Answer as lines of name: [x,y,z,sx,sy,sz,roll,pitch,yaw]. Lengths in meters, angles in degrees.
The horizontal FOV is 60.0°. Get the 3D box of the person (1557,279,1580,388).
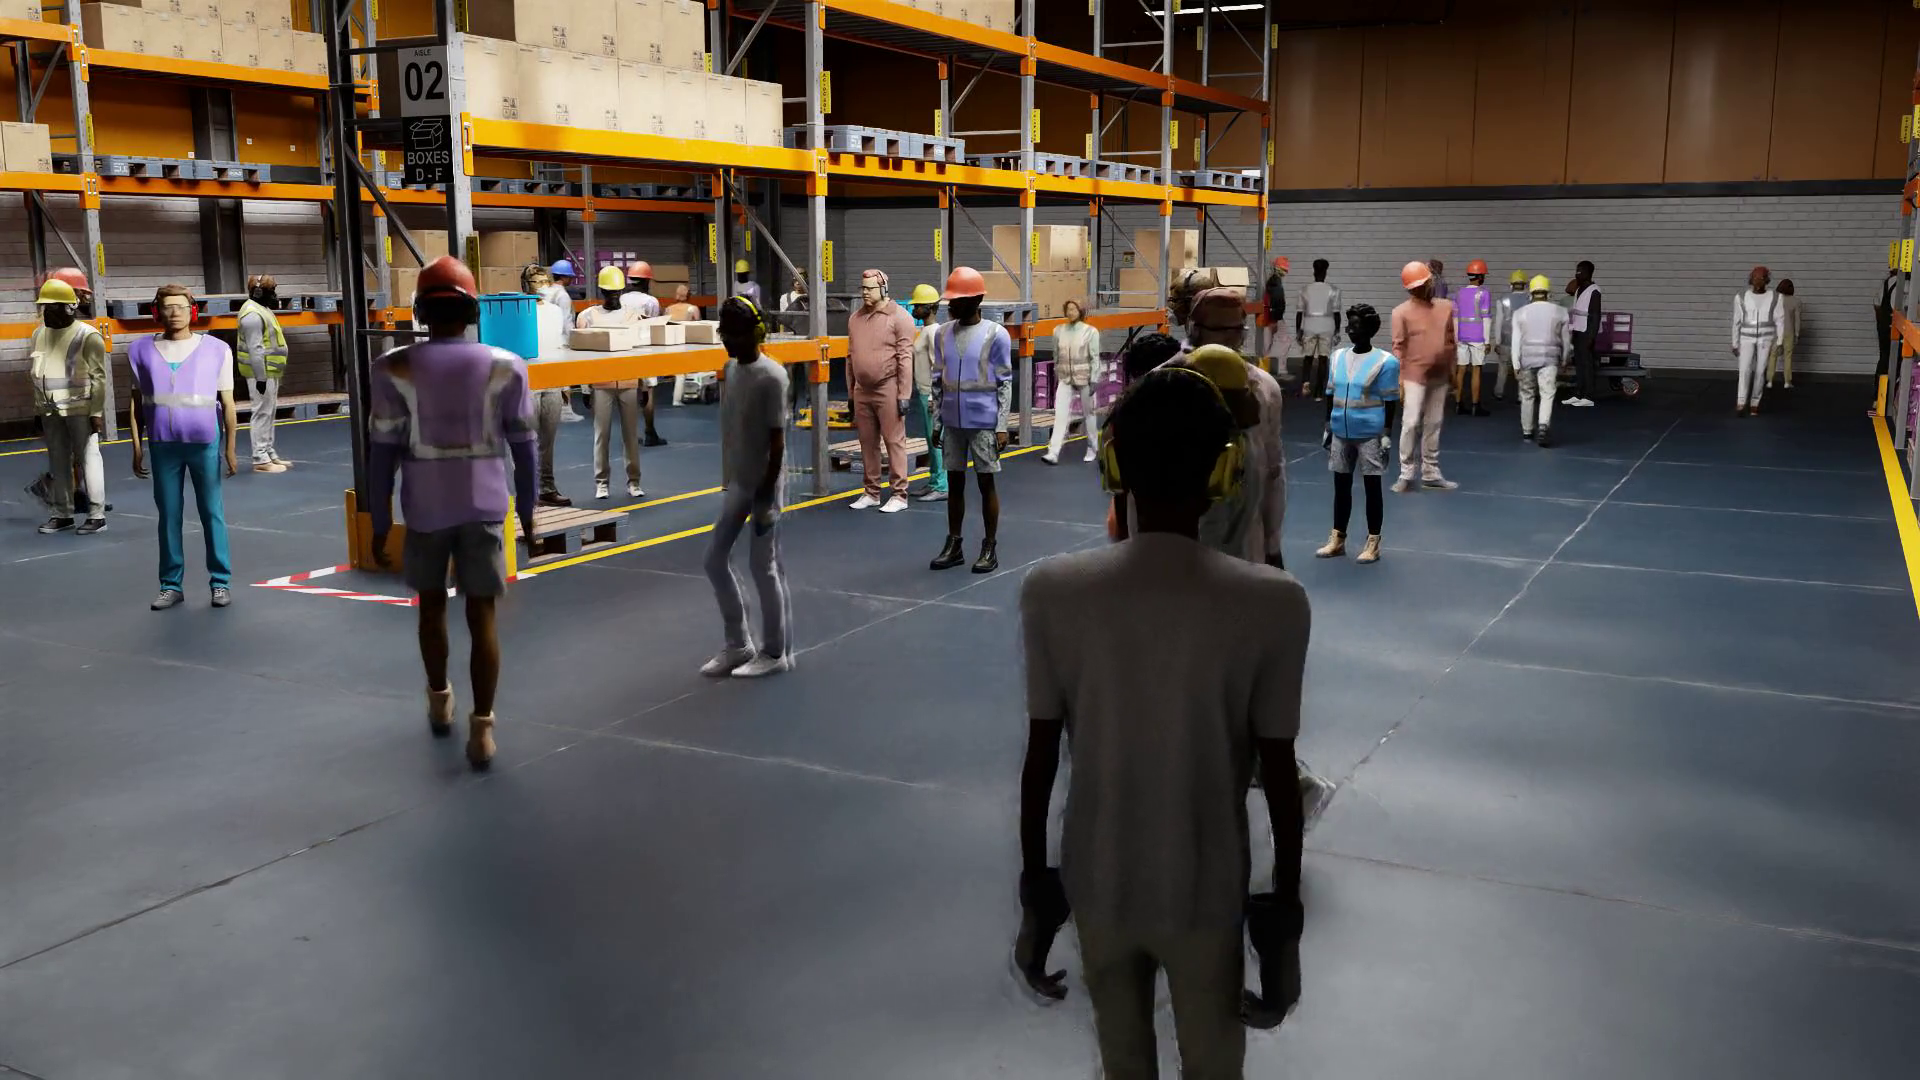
person: [9.210,-3.110,25.058,0.274,1.632,0.503,-4,10,-20]

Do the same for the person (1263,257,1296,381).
person: [5.059,-3.482,26.282,0.746,1.953,0.634,-1,10,-3]

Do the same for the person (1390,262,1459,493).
person: [3.954,-1.366,14.075,0.735,1.951,0.362,-4,11,-23]

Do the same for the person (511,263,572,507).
person: [-3.343,-1.208,13.165,0.372,1.940,0.627,6,11,31]

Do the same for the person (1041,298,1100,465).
person: [1.100,-1.506,15.894,0.535,1.585,0.870,5,11,29]

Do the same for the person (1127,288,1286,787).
person: [0.937,0.008,6.261,0.647,1.897,0.399,-3,10,-18]

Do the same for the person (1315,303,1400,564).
person: [2.609,-0.696,10.893,0.322,1.697,0.530,-9,13,-43]

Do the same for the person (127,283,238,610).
person: [-4.426,-0.532,9.502,0.570,1.849,0.383,-2,10,-12]

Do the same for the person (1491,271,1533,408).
person: [7.361,-2.666,22.055,0.607,1.780,0.899,1,10,6]

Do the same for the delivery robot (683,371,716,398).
delivery robot: [-3.536,-2.150,22.350,0.477,0.478,0.707,2,10,11]

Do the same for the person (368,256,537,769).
person: [-2.054,-0.139,6.780,0.635,2.000,0.959,-3,10,-17]

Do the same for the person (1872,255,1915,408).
person: [12.152,-2.691,21.452,0.536,2.000,0.688,-1,10,-7]

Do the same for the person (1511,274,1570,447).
person: [6.098,-1.889,17.514,0.579,1.805,0.846,4,11,23]

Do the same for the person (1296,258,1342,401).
person: [4.899,-2.866,22.726,0.613,1.950,0.480,3,10,18]

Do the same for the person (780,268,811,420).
person: [-1.922,-2.365,20.133,0.508,1.844,0.336,0,10,0]

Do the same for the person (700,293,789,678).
person: [-1.020,-0.228,7.799,0.562,1.836,0.582,-8,13,-39]

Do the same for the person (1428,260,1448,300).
person: [7.423,-3.437,26.150,0.407,1.913,0.641,2,10,9]

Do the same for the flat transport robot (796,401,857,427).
flat transport robot: [-1.421,-1.492,19.629,0.652,0.197,1.431,2,10,11]

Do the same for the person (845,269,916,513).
person: [-0.650,-1.159,13.018,0.636,1.900,0.402,7,12,34]

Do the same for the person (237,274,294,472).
person: [-6.432,-1.533,15.377,0.429,1.831,0.634,-2,10,-14]

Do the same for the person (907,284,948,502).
person: [-0.263,-1.193,13.576,0.331,1.768,0.527,-1,10,-9]

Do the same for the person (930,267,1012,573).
person: [0.053,-0.751,10.531,0.549,1.932,0.375,5,11,28]

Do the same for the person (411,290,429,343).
person: [-6.508,-2.484,20.714,0.574,1.882,0.358,-1,10,-4]

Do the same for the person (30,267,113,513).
person: [-6.880,-1.138,12.844,0.477,1.911,0.540,-6,11,-31]

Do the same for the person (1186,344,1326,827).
person: [0.913,0.208,5.577,0.585,1.726,0.488,4,10,20]

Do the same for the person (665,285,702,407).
person: [-3.655,-2.564,22.011,0.503,1.587,0.843,4,10,20]

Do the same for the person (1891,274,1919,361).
person: [12.547,-2.692,22.164,0.657,1.806,0.451,-2,10,-13]

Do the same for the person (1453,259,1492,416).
person: [6.378,-2.505,20.668,0.362,1.939,0.543,-7,12,-34]

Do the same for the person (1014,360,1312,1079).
person: [0.311,0.635,2.785,0.503,1.849,0.632,3,10,18]

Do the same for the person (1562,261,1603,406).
person: [8.295,-2.731,22.049,0.371,1.914,0.597,0,10,-2]

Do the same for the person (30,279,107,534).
person: [-6.437,-0.951,11.983,0.587,1.833,0.404,2,10,13]

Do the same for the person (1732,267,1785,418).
person: [9.804,-2.419,20.453,0.600,1.833,0.964,5,11,25]

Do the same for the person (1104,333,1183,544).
person: [0.797,-0.019,6.980,0.315,1.696,0.540,7,12,35]

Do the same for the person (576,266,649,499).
person: [-2.849,-1.292,13.724,0.580,1.918,0.390,-3,10,-19]

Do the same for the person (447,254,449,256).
person: [-4.445,-1.551,14.849,0.378,2.041,0.616,-8,13,-40]

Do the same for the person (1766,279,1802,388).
person: [12.331,-3.090,24.938,0.498,1.633,0.278,7,12,34]

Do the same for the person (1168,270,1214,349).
person: [1.210,-0.397,8.475,0.355,1.936,0.633,2,10,11]

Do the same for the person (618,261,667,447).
person: [-3.342,-1.944,17.428,0.551,1.934,0.372,4,11,23]

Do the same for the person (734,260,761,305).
person: [-3.408,-3.383,25.848,0.615,1.899,0.778,5,11,26]

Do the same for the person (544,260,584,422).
person: [-4.774,-2.381,19.950,0.412,1.941,0.631,-6,11,-30]
